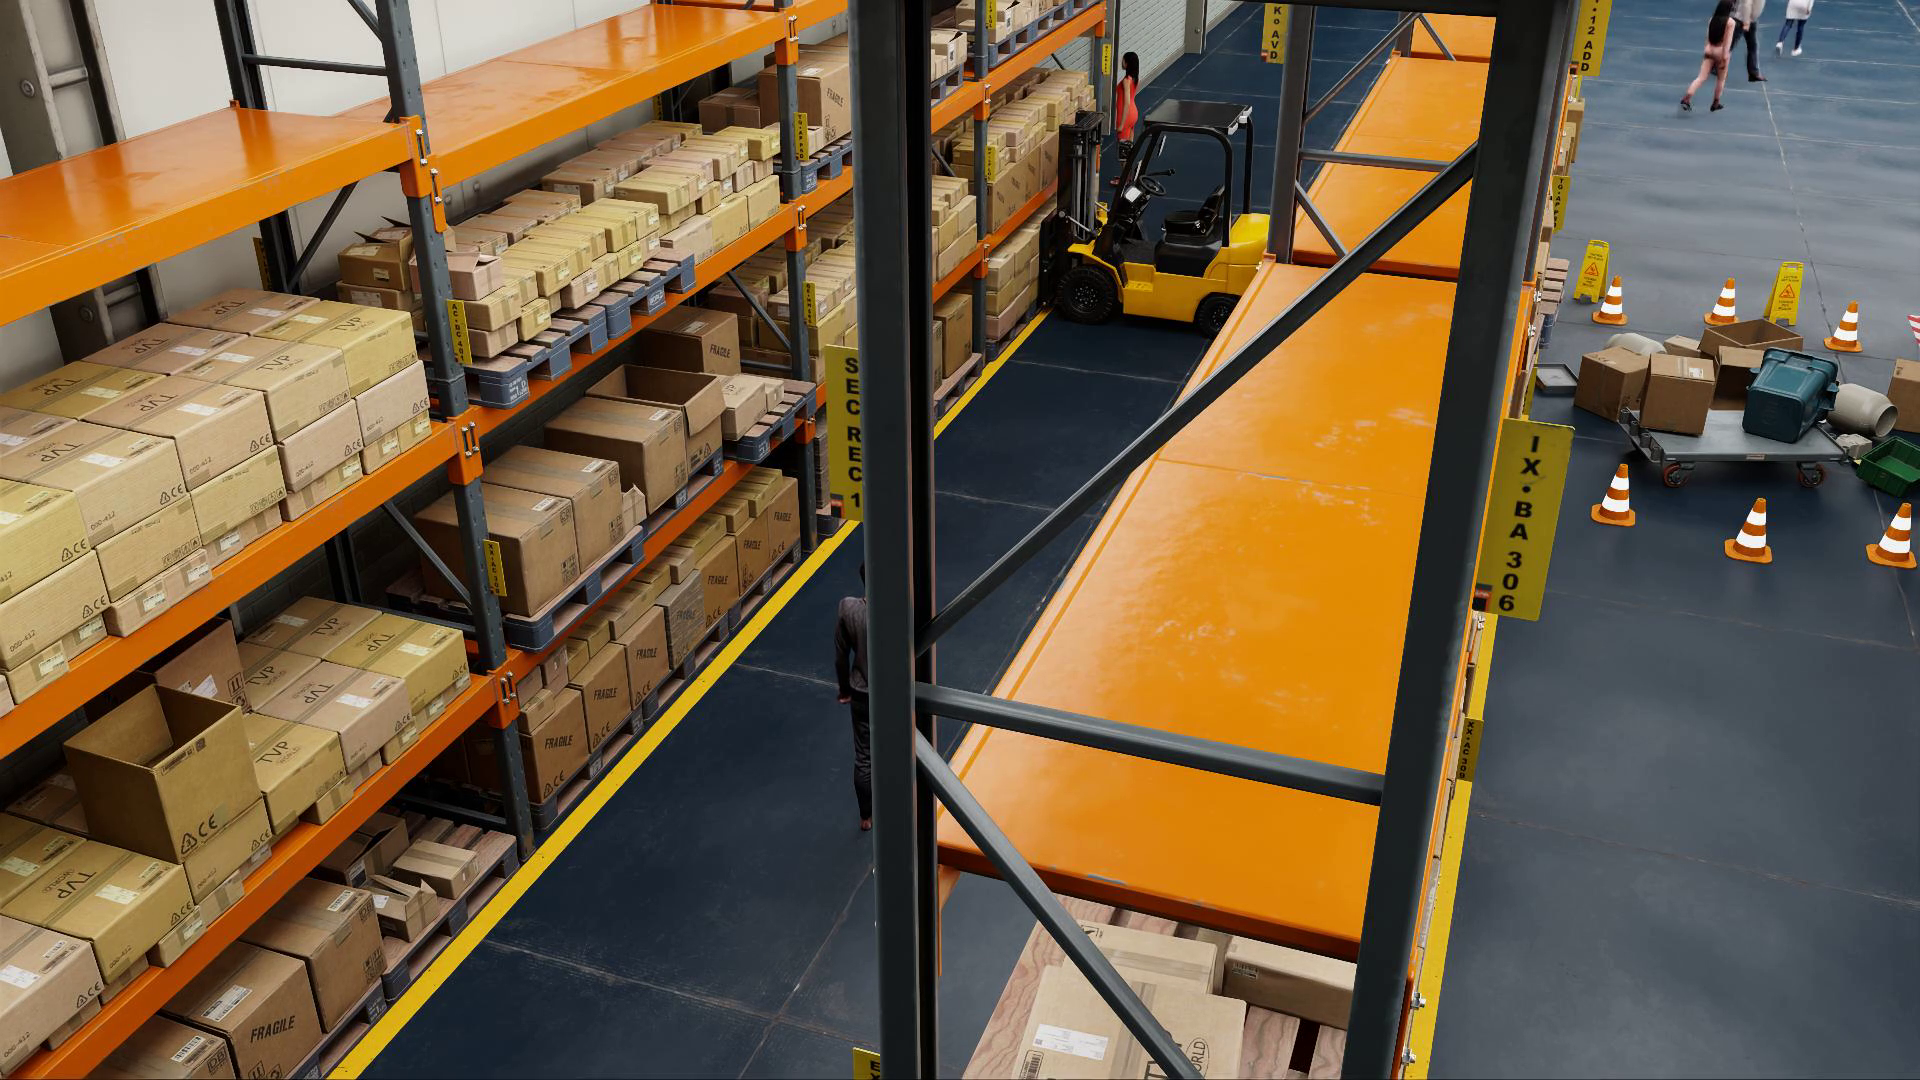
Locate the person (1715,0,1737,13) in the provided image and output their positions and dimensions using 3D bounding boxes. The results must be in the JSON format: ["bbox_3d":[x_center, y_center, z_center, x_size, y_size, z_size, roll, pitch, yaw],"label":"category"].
[{"bbox_3d":[15.018,-11.143,32.275,0.619,1.706,0.542,7,29,13],"label":"person"}]

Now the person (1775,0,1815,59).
[{"bbox_3d":[14.315,-9.135,28.458,1.160,1.751,0.920,-25,37,-38],"label":"person"}]

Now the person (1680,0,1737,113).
[{"bbox_3d":[11.258,-7.224,24.938,1.209,1.687,1.100,-15,32,-26],"label":"person"}]

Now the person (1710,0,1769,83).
[{"bbox_3d":[12.618,-8.376,26.912,1.294,1.863,1.170,-24,36,-38],"label":"person"}]

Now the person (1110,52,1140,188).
[{"bbox_3d":[2.170,-5.476,21.621,0.645,1.719,0.445,10,30,18],"label":"person"}]
